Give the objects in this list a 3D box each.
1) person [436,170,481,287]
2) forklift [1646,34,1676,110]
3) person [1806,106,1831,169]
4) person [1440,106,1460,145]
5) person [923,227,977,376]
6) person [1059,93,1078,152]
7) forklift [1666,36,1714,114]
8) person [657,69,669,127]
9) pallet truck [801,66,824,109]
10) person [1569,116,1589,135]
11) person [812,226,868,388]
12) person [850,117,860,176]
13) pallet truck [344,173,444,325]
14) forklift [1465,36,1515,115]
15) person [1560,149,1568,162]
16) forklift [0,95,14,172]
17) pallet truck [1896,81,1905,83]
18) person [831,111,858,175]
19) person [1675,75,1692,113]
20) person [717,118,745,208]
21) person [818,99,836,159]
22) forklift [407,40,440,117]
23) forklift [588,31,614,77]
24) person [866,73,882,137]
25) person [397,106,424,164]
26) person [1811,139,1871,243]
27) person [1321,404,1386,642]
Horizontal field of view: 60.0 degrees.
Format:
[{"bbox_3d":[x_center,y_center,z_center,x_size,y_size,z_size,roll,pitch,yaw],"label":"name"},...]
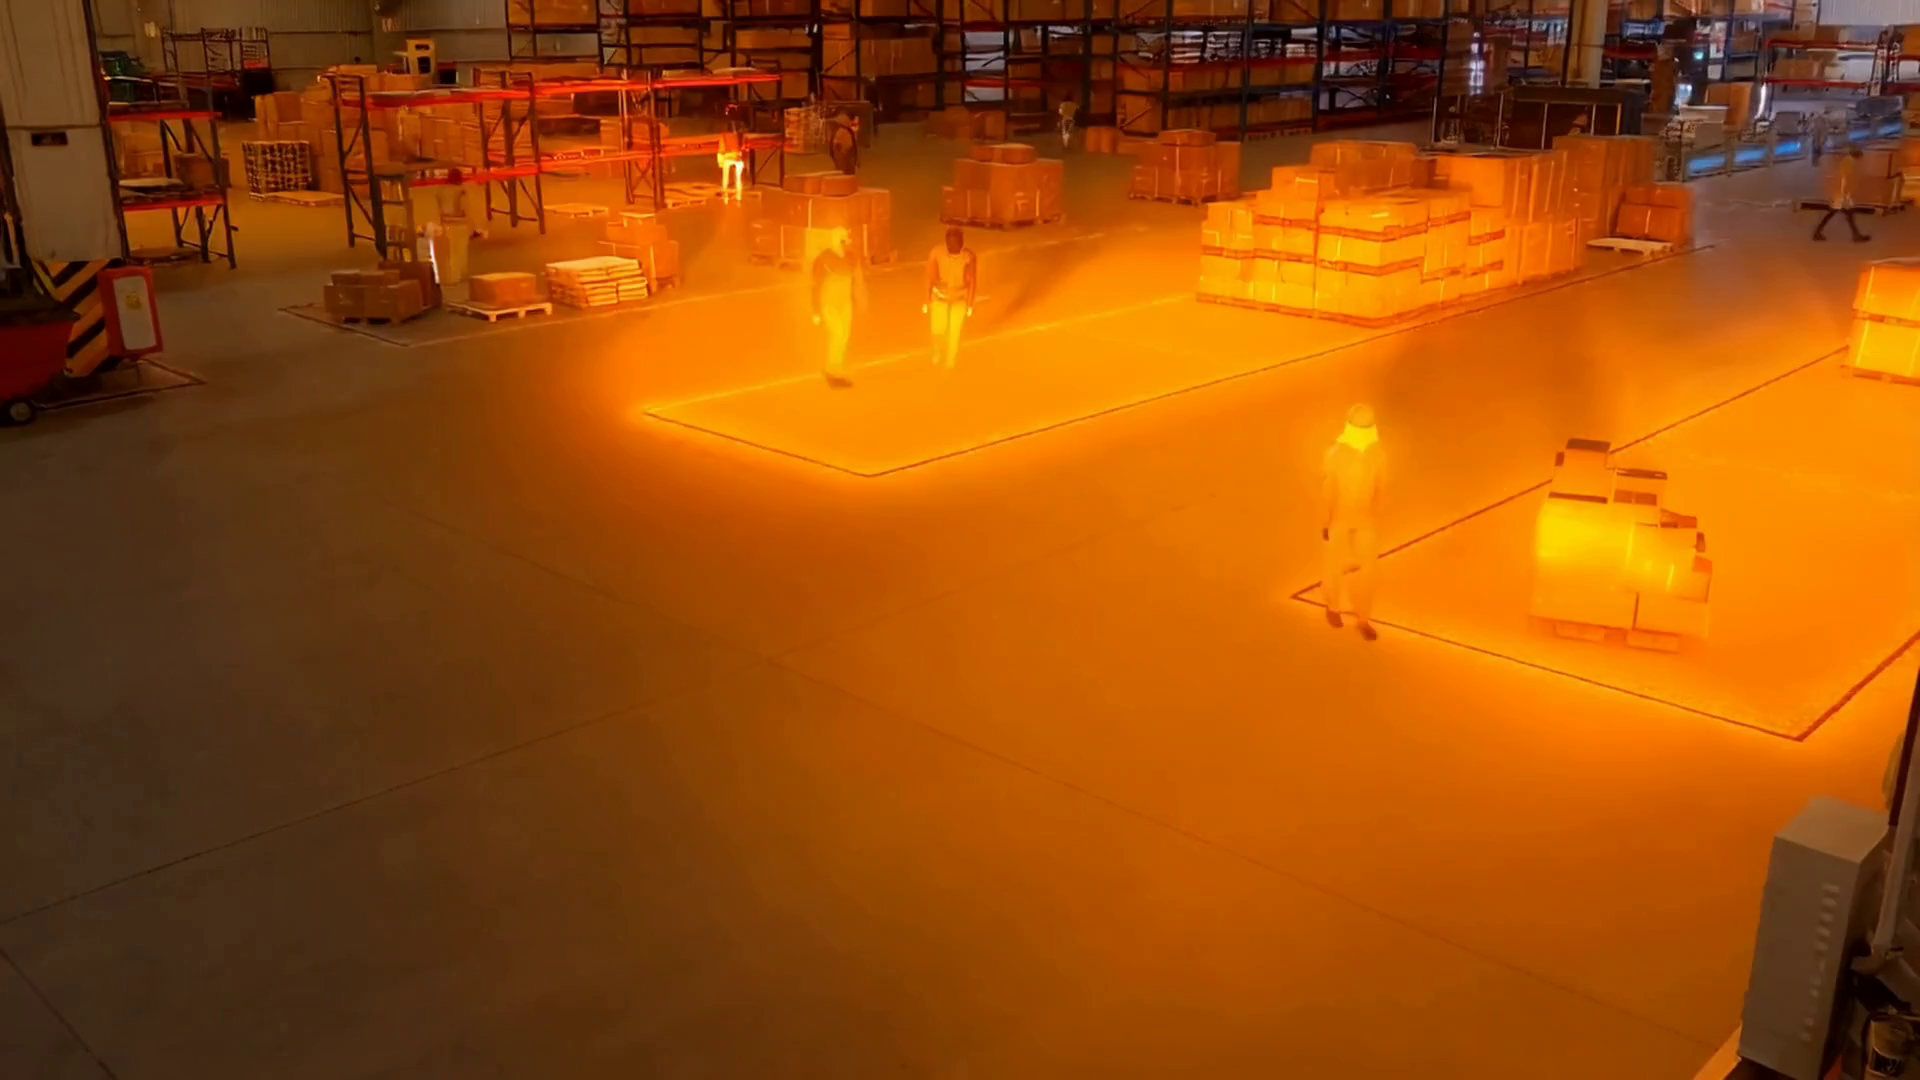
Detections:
[{"bbox_3d":[-7.902,-4.967,26.435,0.631,1.803,0.900,10,21,27],"label":"person"},{"bbox_3d":[27.142,-18.205,64.631,1.129,2.768,1.873,17,25,41],"label":"forklift"},{"bbox_3d":[22.360,-10.504,43.414,0.525,1.598,0.782,17,25,41],"label":"person"},{"bbox_3d":[11.438,-9.158,38.871,0.398,1.928,0.541,-10,21,-28],"label":"person"},{"bbox_3d":[-0.113,-2.879,20.128,0.661,1.814,0.442,-3,19,-9],"label":"person"},{"bbox_3d":[3.122,-11.989,47.804,0.551,1.672,0.517,0,18,-1],"label":"person"},{"bbox_3d":[27.341,-17.291,61.877,1.129,2.768,1.873,17,25,41],"label":"forklift"},{"bbox_3d":[-10.108,-15.009,56.522,0.588,1.911,0.396,12,22,31],"label":"person"},{"bbox_3d":[-4.812,-15.182,56.903,0.823,1.965,1.885,-9,21,-26],"label":"pallet truck"},{"bbox_3d":[13.922,-8.723,37.776,0.922,1.790,0.595,16,24,40],"label":"person"},{"bbox_3d":[-1.424,-2.711,19.448,0.438,1.916,0.665,16,24,39],"label":"person"},{"bbox_3d":[-2.309,-8.279,36.311,0.311,1.865,0.532,4,19,13],"label":"person"},{"bbox_3d":[-8.209,-4.181,23.757,0.823,1.965,1.885,3,19,9],"label":"pallet truck"},{"bbox_3d":[19.973,-17.201,61.605,1.873,2.768,1.129,16,24,40],"label":"forklift"},{"bbox_3d":[10.333,-5.893,29.115,0.991,1.873,0.593,4,19,13],"label":"person"},{"bbox_3d":[-24.286,-10.810,42.349,1.129,2.768,1.873,17,25,41],"label":"forklift"},{"bbox_3d":[34.802,-16.331,61.455,0.653,1.274,1.630,17,25,41],"label":"pallet truck"},{"bbox_3d":[-2.517,-8.200,35.799,0.536,2.000,0.688,9,21,26],"label":"person"},{"bbox_3d":[24.719,-15.026,56.902,0.540,1.695,0.317,-1,18,-2],"label":"person"},{"bbox_3d":[-4.899,-8.068,35.651,0.576,1.882,0.355,-5,19,-16],"label":"person"},{"bbox_3d":[-3.676,-11.288,45.749,0.540,1.614,0.674,9,20,25],"label":"person"},{"bbox_3d":[-18.606,-15.964,57.878,1.873,2.768,1.129,17,25,41],"label":"forklift"},{"bbox_3d":[-14.626,-19.907,69.759,1.129,2.768,1.873,17,25,41],"label":"forklift"},{"bbox_3d":[-2.790,-13.850,52.938,0.620,1.976,0.700,-16,24,-40],"label":"person"},{"bbox_3d":[-13.773,-10.107,41.729,0.513,1.919,0.644,17,25,42],"label":"person"},{"bbox_3d":[16.421,-6.459,30.810,0.998,1.882,0.574,15,24,38],"label":"person"},{"bbox_3d":[2.836,-0.122,11.971,0.493,1.718,0.736,-1,18,-4],"label":"person"}]
